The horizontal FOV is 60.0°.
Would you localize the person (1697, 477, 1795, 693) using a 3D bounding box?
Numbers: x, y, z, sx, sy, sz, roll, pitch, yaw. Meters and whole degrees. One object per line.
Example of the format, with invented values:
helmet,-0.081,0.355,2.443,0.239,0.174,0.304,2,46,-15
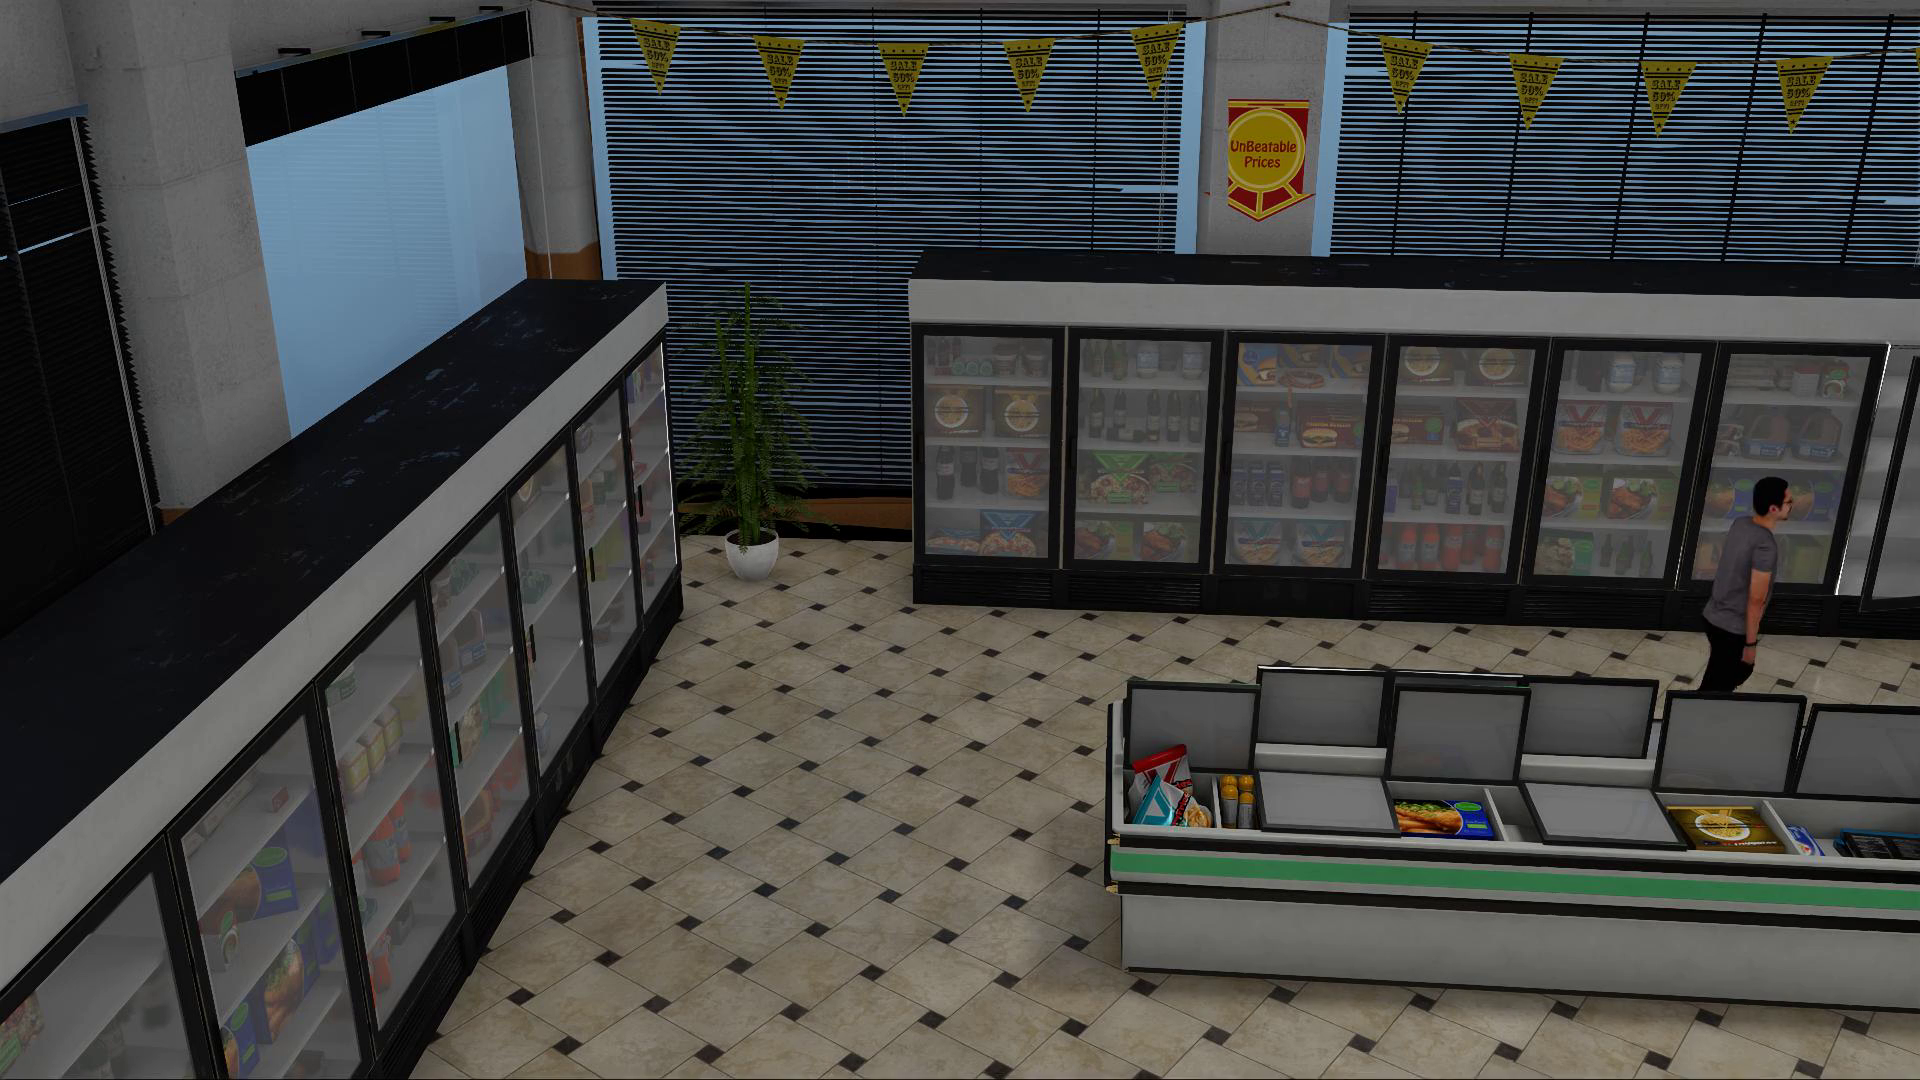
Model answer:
person,4.219,0.479,9.172,0.647,1.730,0.624,3,22,7
